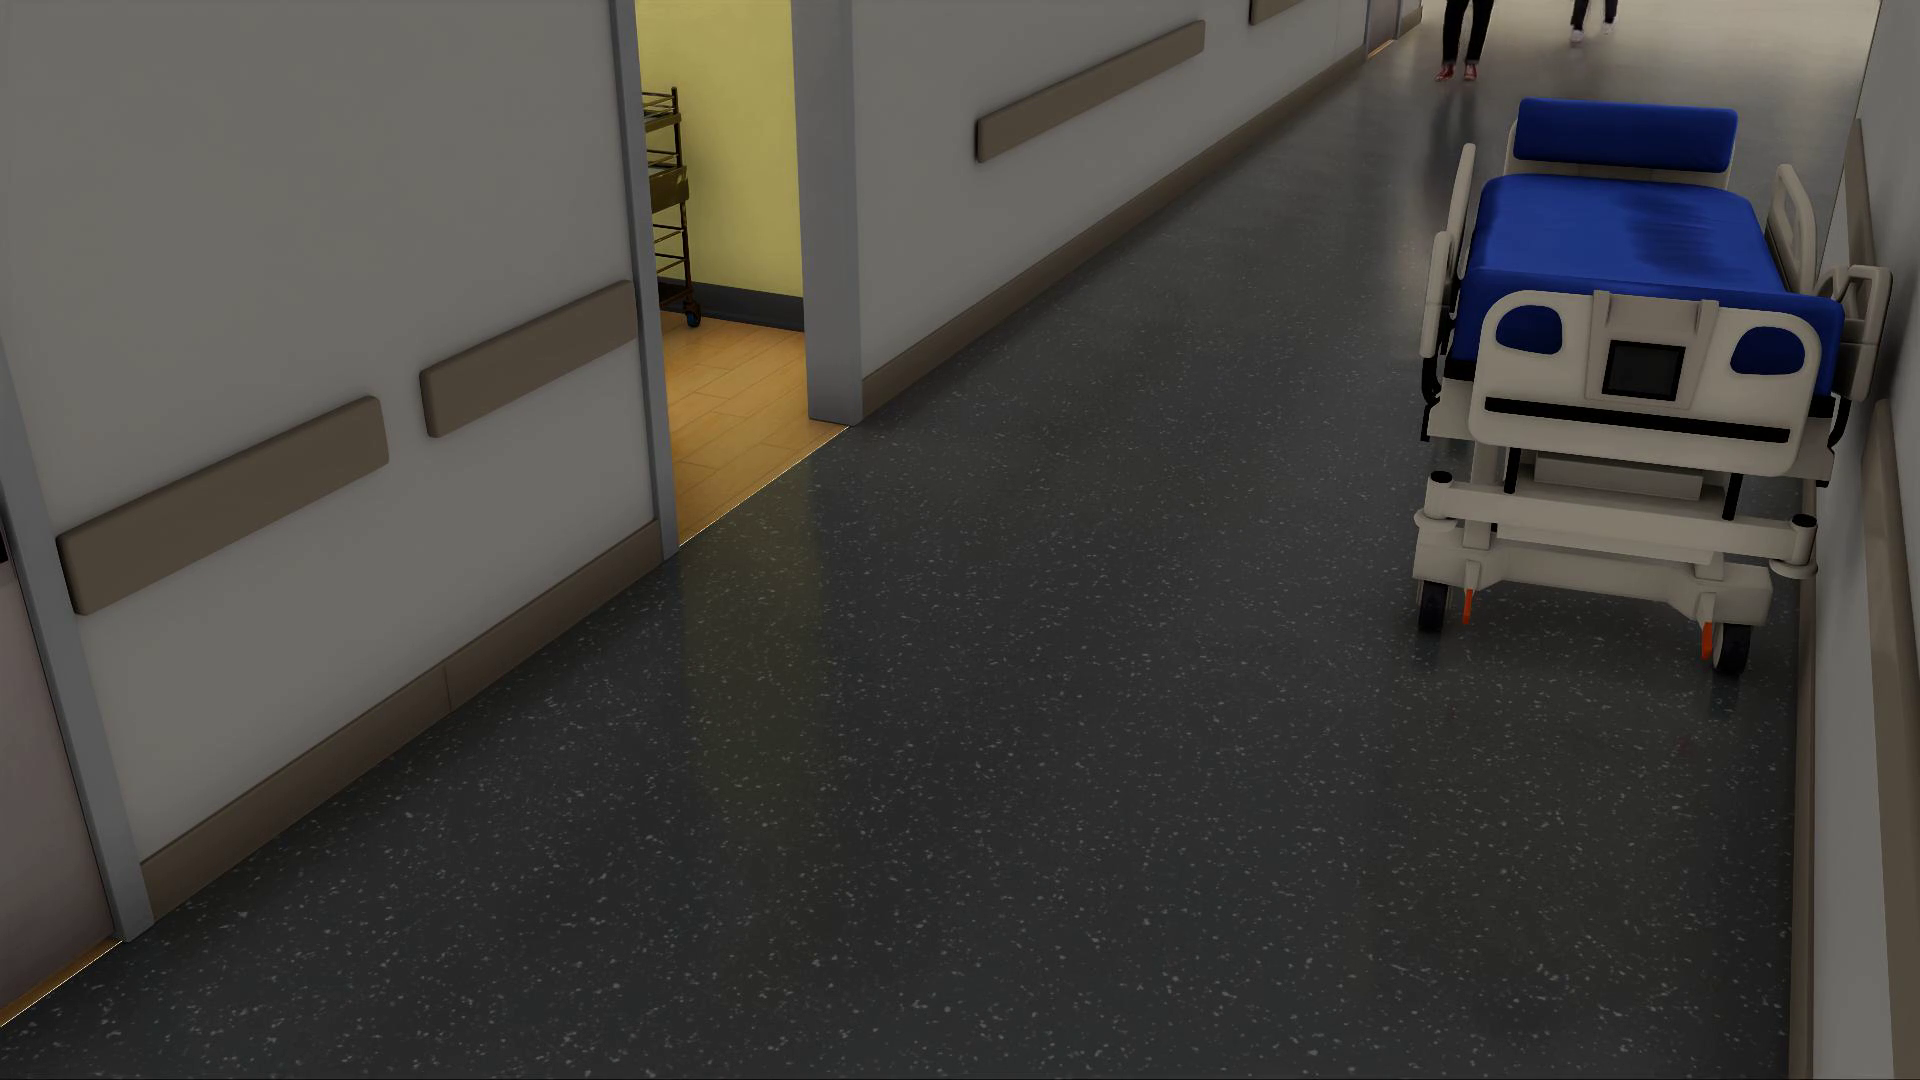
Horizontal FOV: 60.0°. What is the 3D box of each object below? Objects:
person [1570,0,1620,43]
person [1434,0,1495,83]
[{"bbox_3d":[5.629,-5.231,14.614,1.103,1.710,0.784,15,29,28],"label":"person"},{"bbox_3d":[4.088,-4.524,13.107,0.741,1.745,0.785,9,27,18],"label":"person"}]
